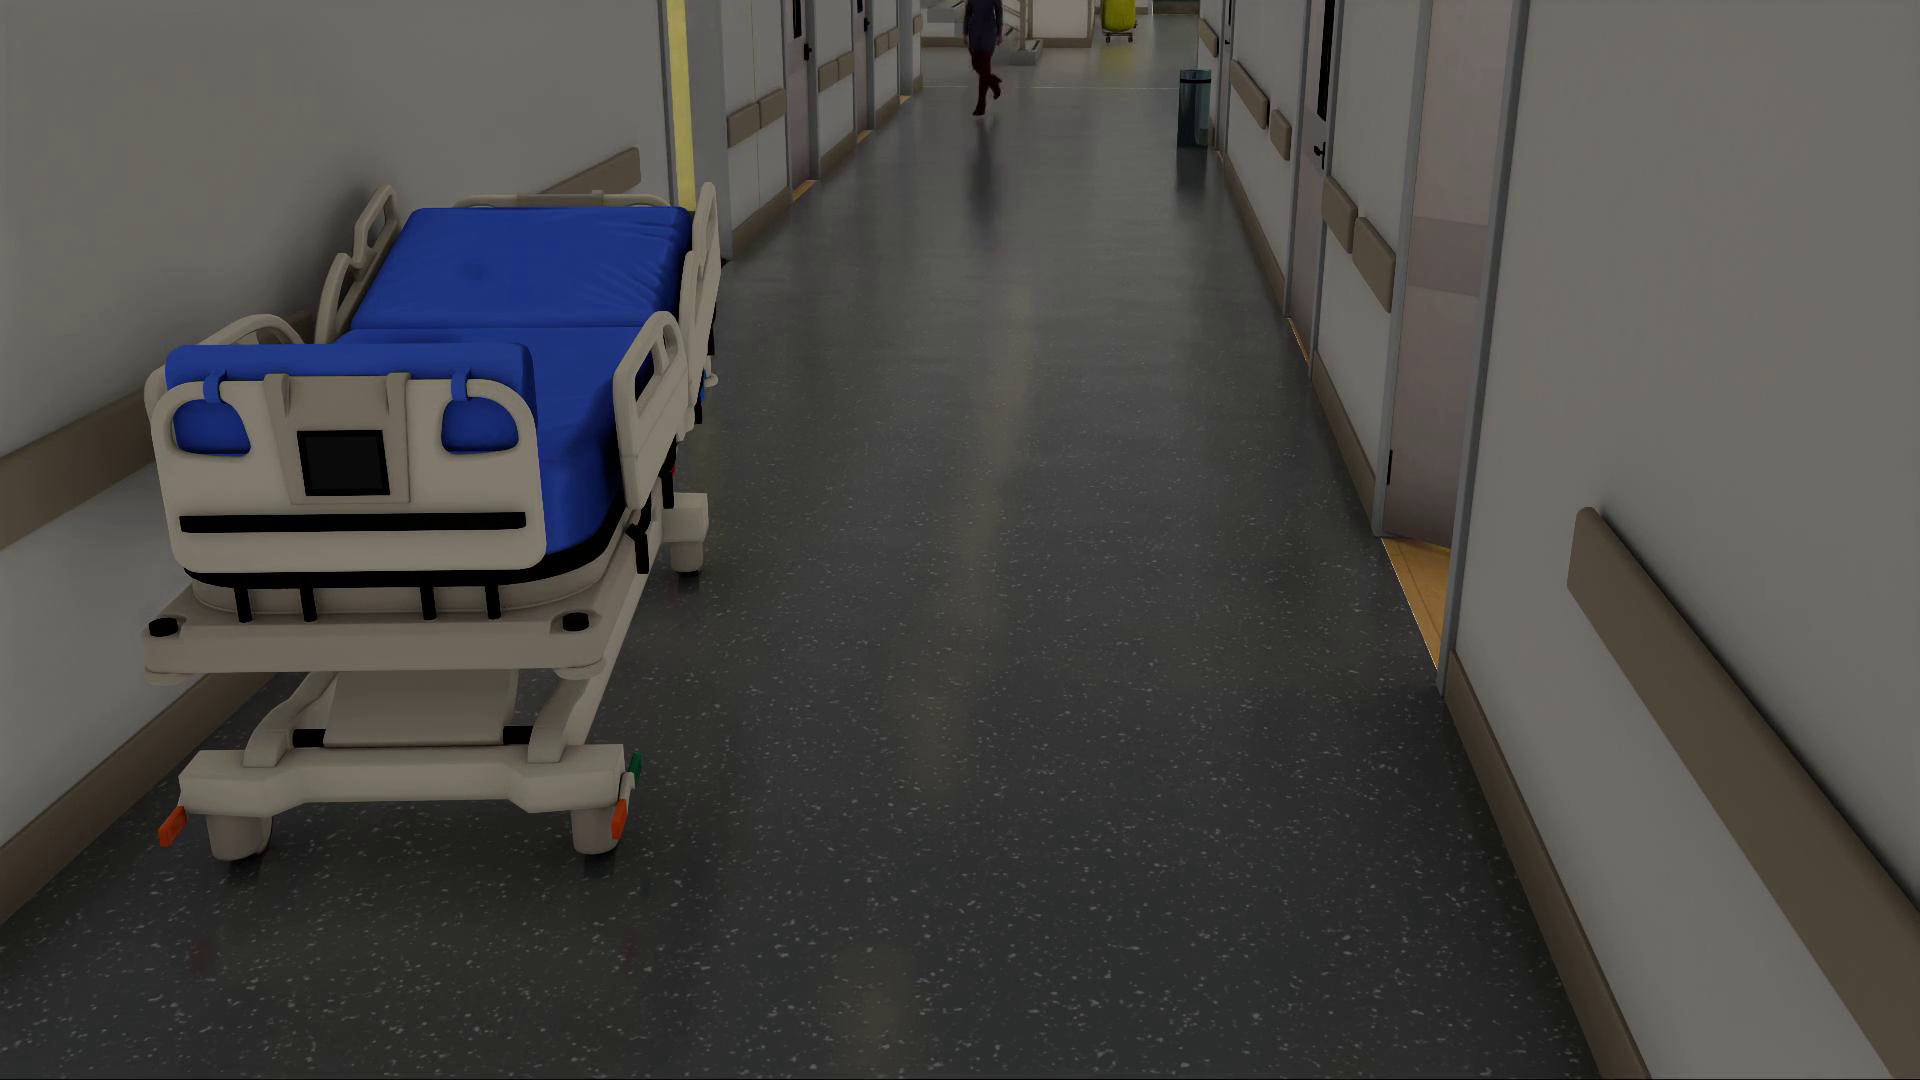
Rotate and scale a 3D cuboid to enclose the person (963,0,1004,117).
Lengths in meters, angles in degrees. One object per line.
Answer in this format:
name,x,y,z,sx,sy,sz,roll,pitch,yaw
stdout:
person,0.280,-5.575,18.394,1.047,1.688,0.873,9,23,23
